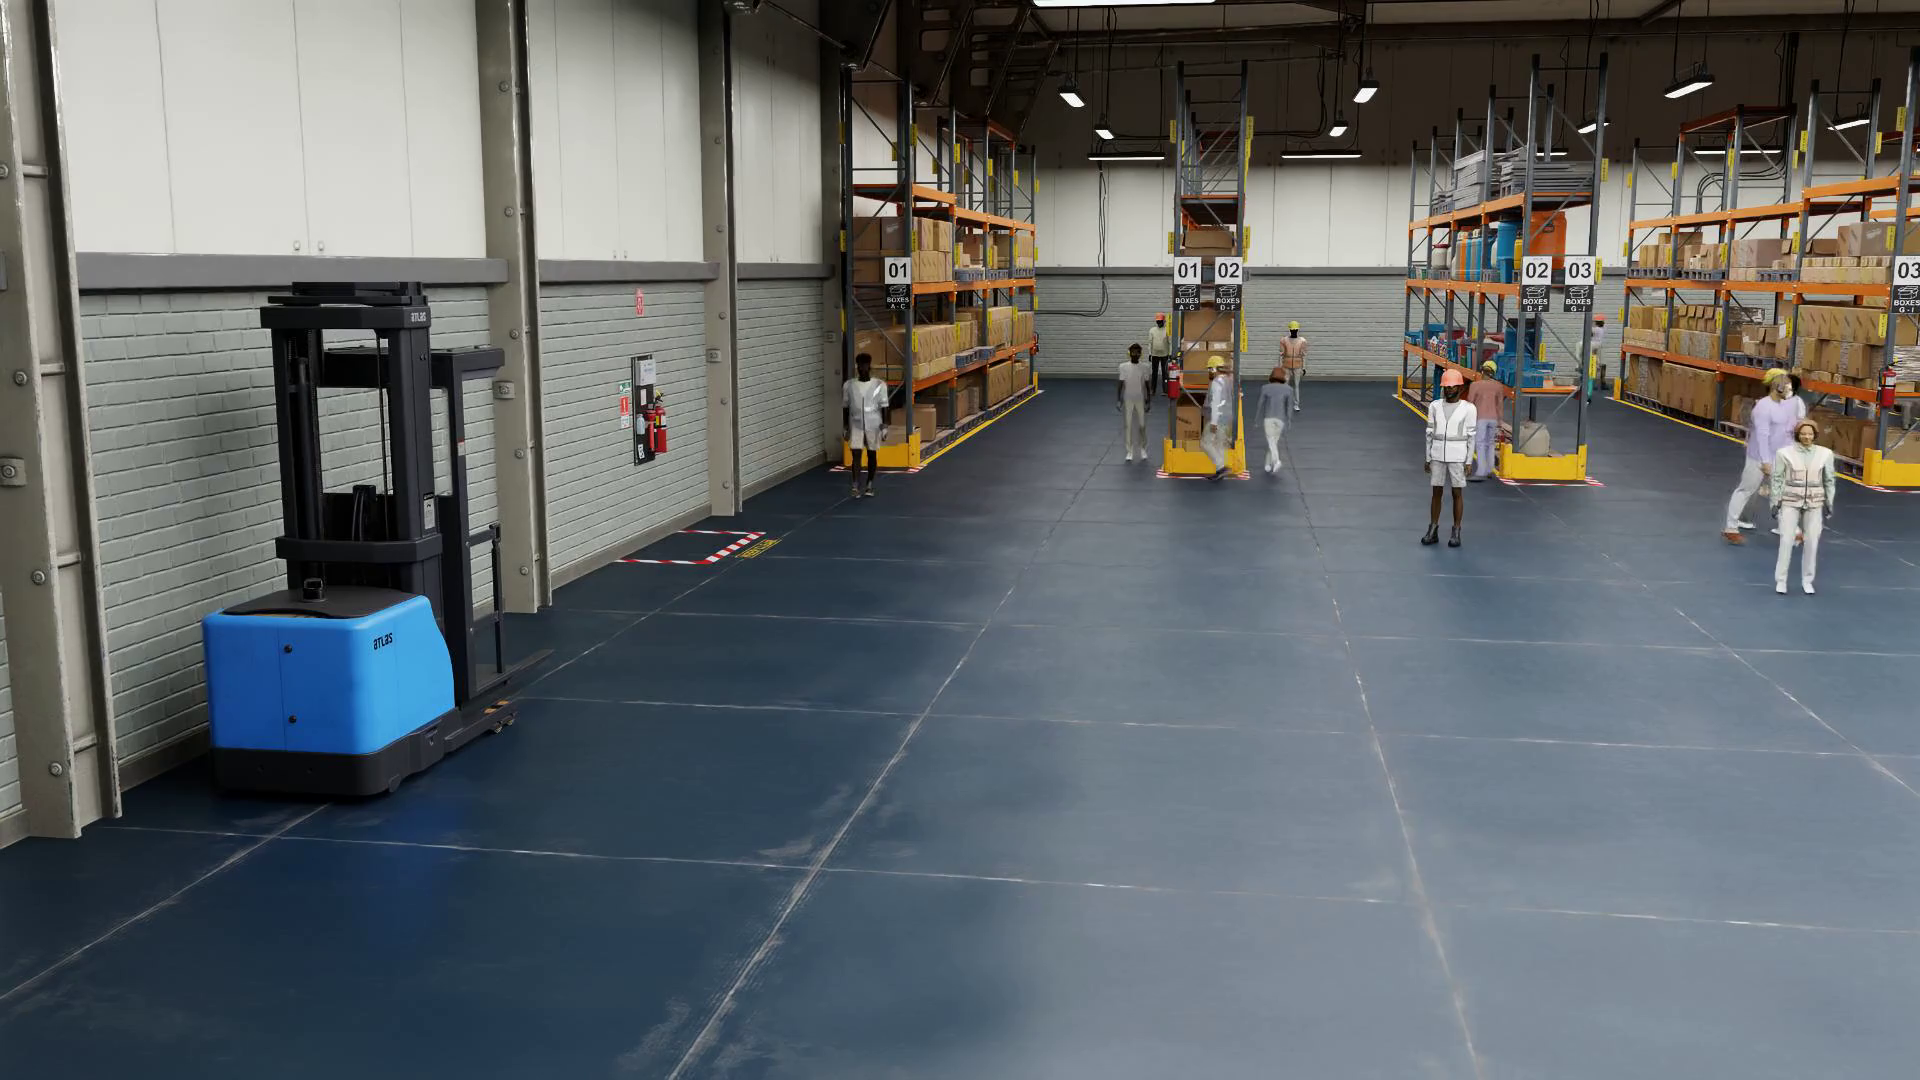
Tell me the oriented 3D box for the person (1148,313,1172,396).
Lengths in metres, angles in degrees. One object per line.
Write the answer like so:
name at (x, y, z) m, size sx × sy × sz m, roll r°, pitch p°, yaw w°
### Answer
person at (4.842, -4.494, 40.221) m, size 0.611 × 1.996 × 0.387 m, roll 4°, pitch 10°, yaw 24°

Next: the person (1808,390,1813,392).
person at (21.383, -4.442, 41.103) m, size 0.513 × 1.606 × 0.776 m, roll -2°, pitch 9°, yaw -10°

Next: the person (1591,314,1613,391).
person at (16.095, -4.702, 41.752) m, size 0.809 × 1.908 × 0.579 m, roll -2°, pitch 9°, yaw -10°

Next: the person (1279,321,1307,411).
person at (7.149, -3.736, 35.753) m, size 0.585 × 1.929 × 0.371 m, roll 1°, pitch 9°, yaw 8°

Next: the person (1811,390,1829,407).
person at (18.884, -3.821, 36.354) m, size 0.657 × 1.906 × 0.754 m, roll 2°, pitch 10°, yaw 14°

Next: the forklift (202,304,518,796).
forklift at (-3.673, -0.038, 10.147) m, size 1.129 × 2.768 × 1.873 m, roll 1°, pitch 9°, yaw 9°

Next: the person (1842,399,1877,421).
person at (17.074, -2.992, 31.463) m, size 0.591 × 1.851 × 0.900 m, roll 0°, pitch 9°, yaw -2°

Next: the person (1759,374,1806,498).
person at (11.005, -1.375, 22.064) m, size 0.886 × 1.647 × 0.531 m, roll 2°, pitch 9°, yaw 11°

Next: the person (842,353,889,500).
person at (-1.257, -1.496, 21.961) m, size 0.633 × 1.911 × 0.984 m, roll 0°, pitch 9°, yaw 2°

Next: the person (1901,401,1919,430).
person at (17.488, -2.833, 30.525) m, size 0.614 × 1.813 × 0.432 m, roll 0°, pitch 9°, yaw 0°

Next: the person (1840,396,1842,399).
person at (20.826, -4.219, 38.803) m, size 0.401 × 1.906 × 0.651 m, roll 3°, pitch 10°, yaw 20°

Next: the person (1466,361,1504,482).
person at (7.563, -1.711, 23.936) m, size 0.628 × 1.716 × 0.646 m, roll -2°, pitch 10°, yaw -15°

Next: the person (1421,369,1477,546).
person at (5.372, -0.909, 18.282) m, size 0.542 × 1.939 × 0.366 m, roll 6°, pitch 11°, yaw 34°

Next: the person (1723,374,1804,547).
person at (8.833, -0.853, 18.084) m, size 0.743 × 1.875 × 1.011 m, roll -7°, pitch 12°, yaw -37°

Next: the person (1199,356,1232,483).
person at (3.643, -1.716, 23.663) m, size 0.427 × 1.805 × 0.601 m, roll 4°, pitch 10°, yaw 25°

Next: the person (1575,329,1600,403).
person at (14.377, -4.013, 38.092) m, size 0.540 × 1.722 × 0.906 m, roll 2°, pitch 9°, yaw 12°

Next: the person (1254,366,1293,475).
person at (4.692, -1.783, 24.753) m, size 0.546 × 1.594 × 0.787 m, roll 0°, pitch 9°, yaw -2°

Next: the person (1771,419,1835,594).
person at (7.860, -0.313, 15.545) m, size 0.534 × 1.633 × 0.335 m, roll 2°, pitch 9°, yaw 14°

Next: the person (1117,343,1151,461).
person at (2.772, -2.202, 26.505) m, size 0.535 × 1.864 × 0.410 m, roll 1°, pitch 9°, yaw 6°

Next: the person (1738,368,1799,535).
person at (9.287, -1.020, 19.119) m, size 0.608 × 1.891 × 0.878 m, roll -3°, pitch 10°, yaw -19°
